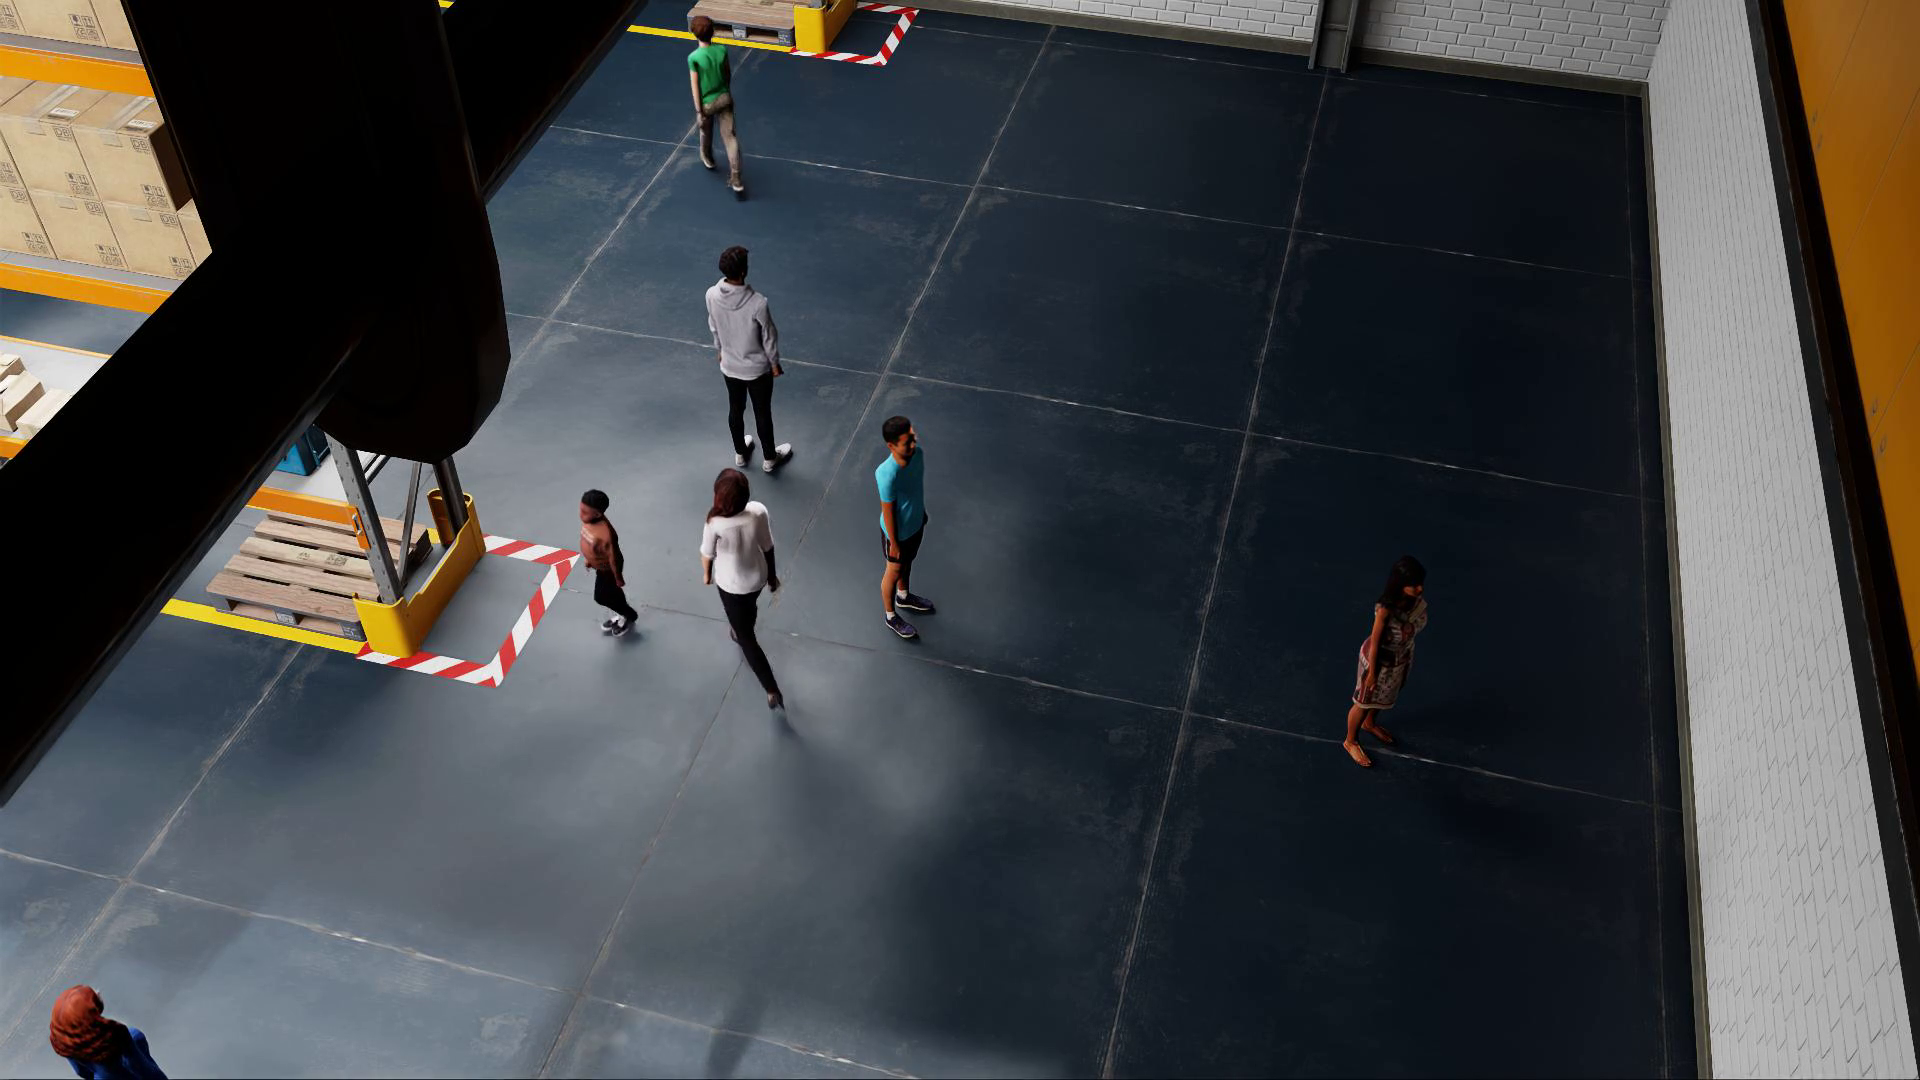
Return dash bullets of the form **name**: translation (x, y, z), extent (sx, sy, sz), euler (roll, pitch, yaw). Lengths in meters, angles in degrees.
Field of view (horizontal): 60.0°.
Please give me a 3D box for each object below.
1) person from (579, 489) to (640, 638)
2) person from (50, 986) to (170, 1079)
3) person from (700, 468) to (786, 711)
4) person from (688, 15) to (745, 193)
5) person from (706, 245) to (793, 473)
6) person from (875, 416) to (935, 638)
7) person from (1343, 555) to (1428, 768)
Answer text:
- **person**: translation (-2.336, 0.127, 11.237), extent (0.662, 1.247, 0.602), euler (-21, 48, -21)
- **person**: translation (-4.002, 2.720, 8.094), extent (0.492, 1.829, 0.660), euler (10, 45, 10)
- **person**: translation (-1.344, 0.355, 10.632), extent (1.067, 1.752, 1.183), euler (-25, 49, -24)
- **person**: translation (-2.209, -3.969, 15.273), extent (1.094, 1.611, 1.098), euler (-19, 47, -19)
- **person**: translation (-1.582, -1.321, 12.262), extent (0.546, 1.930, 0.743), euler (13, 45, 14)
- **person**: translation (-0.397, -0.114, 11.107), extent (0.575, 1.776, 0.646), euler (18, 46, 18)
- **person**: translation (2.648, 0.716, 10.330), extent (0.713, 1.645, 0.726), euler (34, 53, 31)
